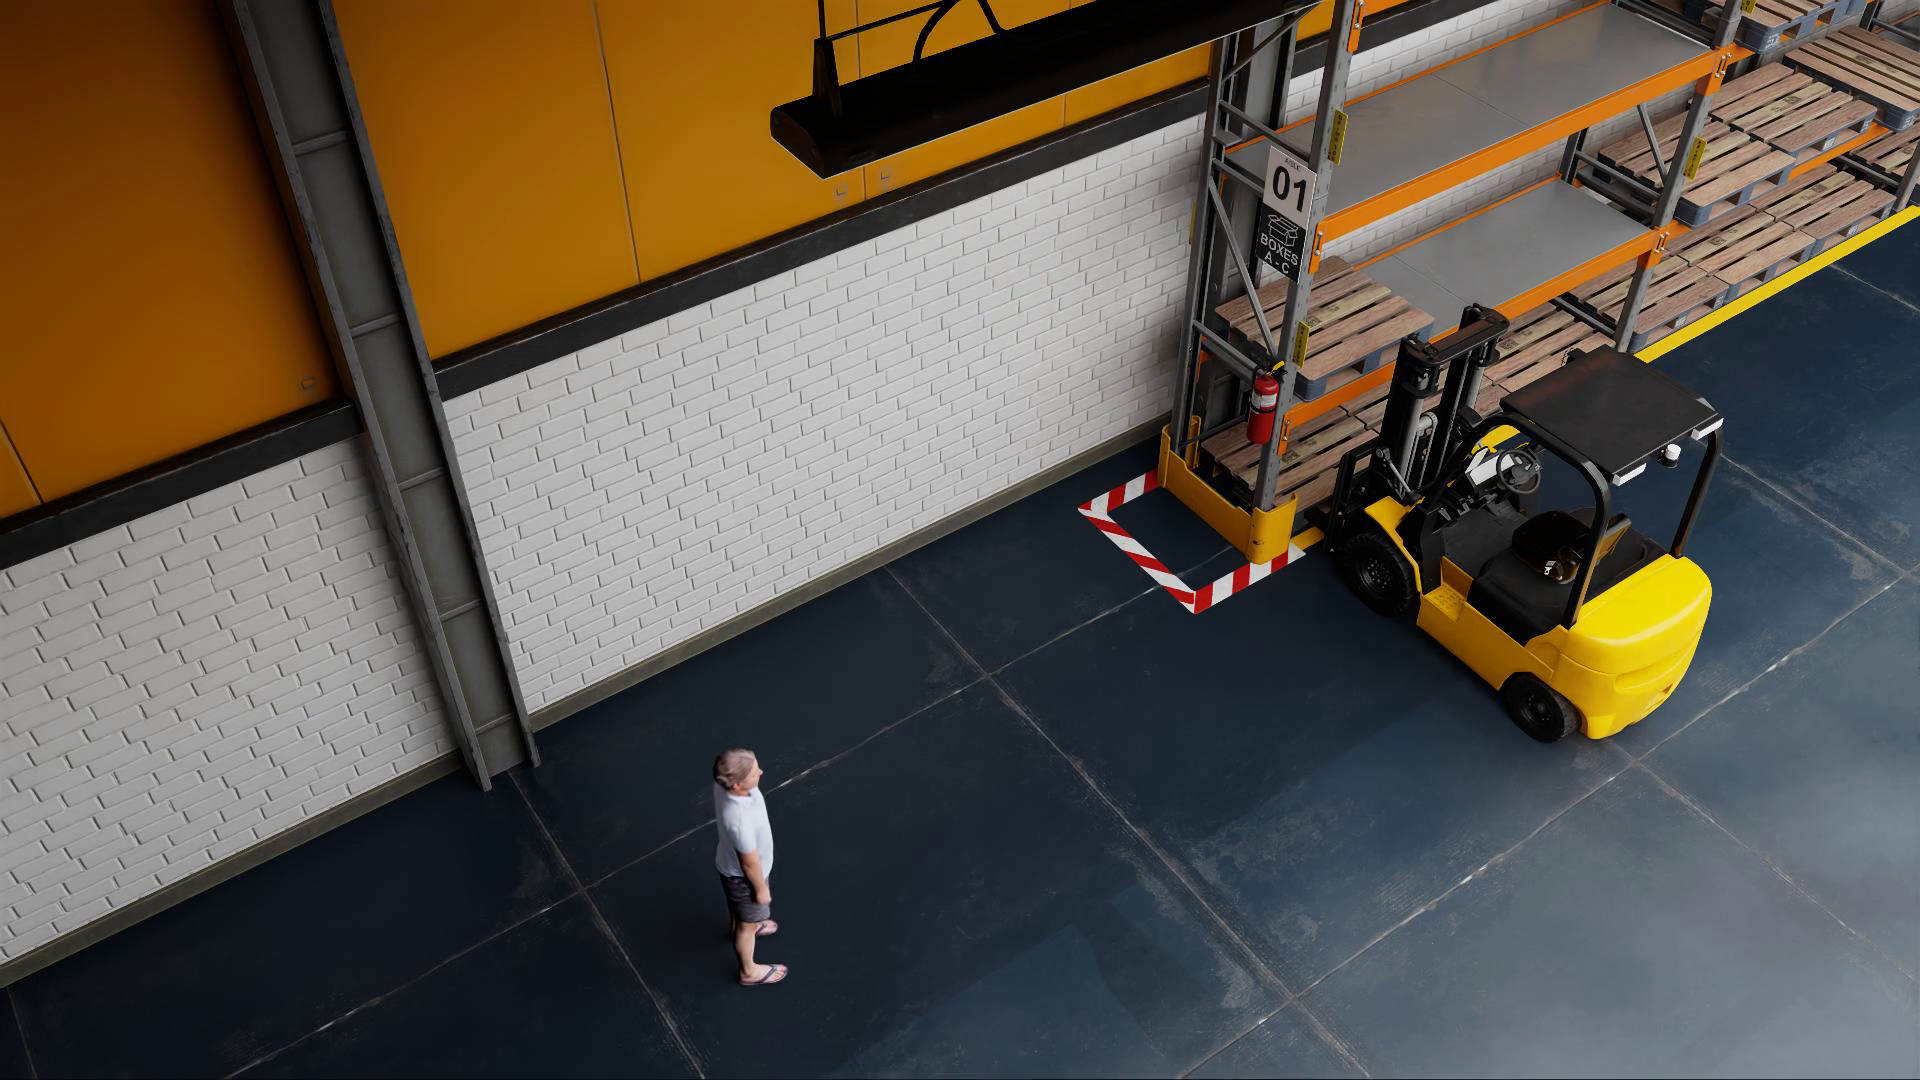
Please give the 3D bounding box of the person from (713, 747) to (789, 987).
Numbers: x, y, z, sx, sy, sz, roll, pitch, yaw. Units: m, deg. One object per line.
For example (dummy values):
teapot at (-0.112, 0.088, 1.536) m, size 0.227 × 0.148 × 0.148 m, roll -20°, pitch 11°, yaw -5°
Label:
person at (-1.185, 1.750, 9.058) m, size 0.688 × 1.829 × 0.708 m, roll -8°, pitch 44°, yaw -8°
